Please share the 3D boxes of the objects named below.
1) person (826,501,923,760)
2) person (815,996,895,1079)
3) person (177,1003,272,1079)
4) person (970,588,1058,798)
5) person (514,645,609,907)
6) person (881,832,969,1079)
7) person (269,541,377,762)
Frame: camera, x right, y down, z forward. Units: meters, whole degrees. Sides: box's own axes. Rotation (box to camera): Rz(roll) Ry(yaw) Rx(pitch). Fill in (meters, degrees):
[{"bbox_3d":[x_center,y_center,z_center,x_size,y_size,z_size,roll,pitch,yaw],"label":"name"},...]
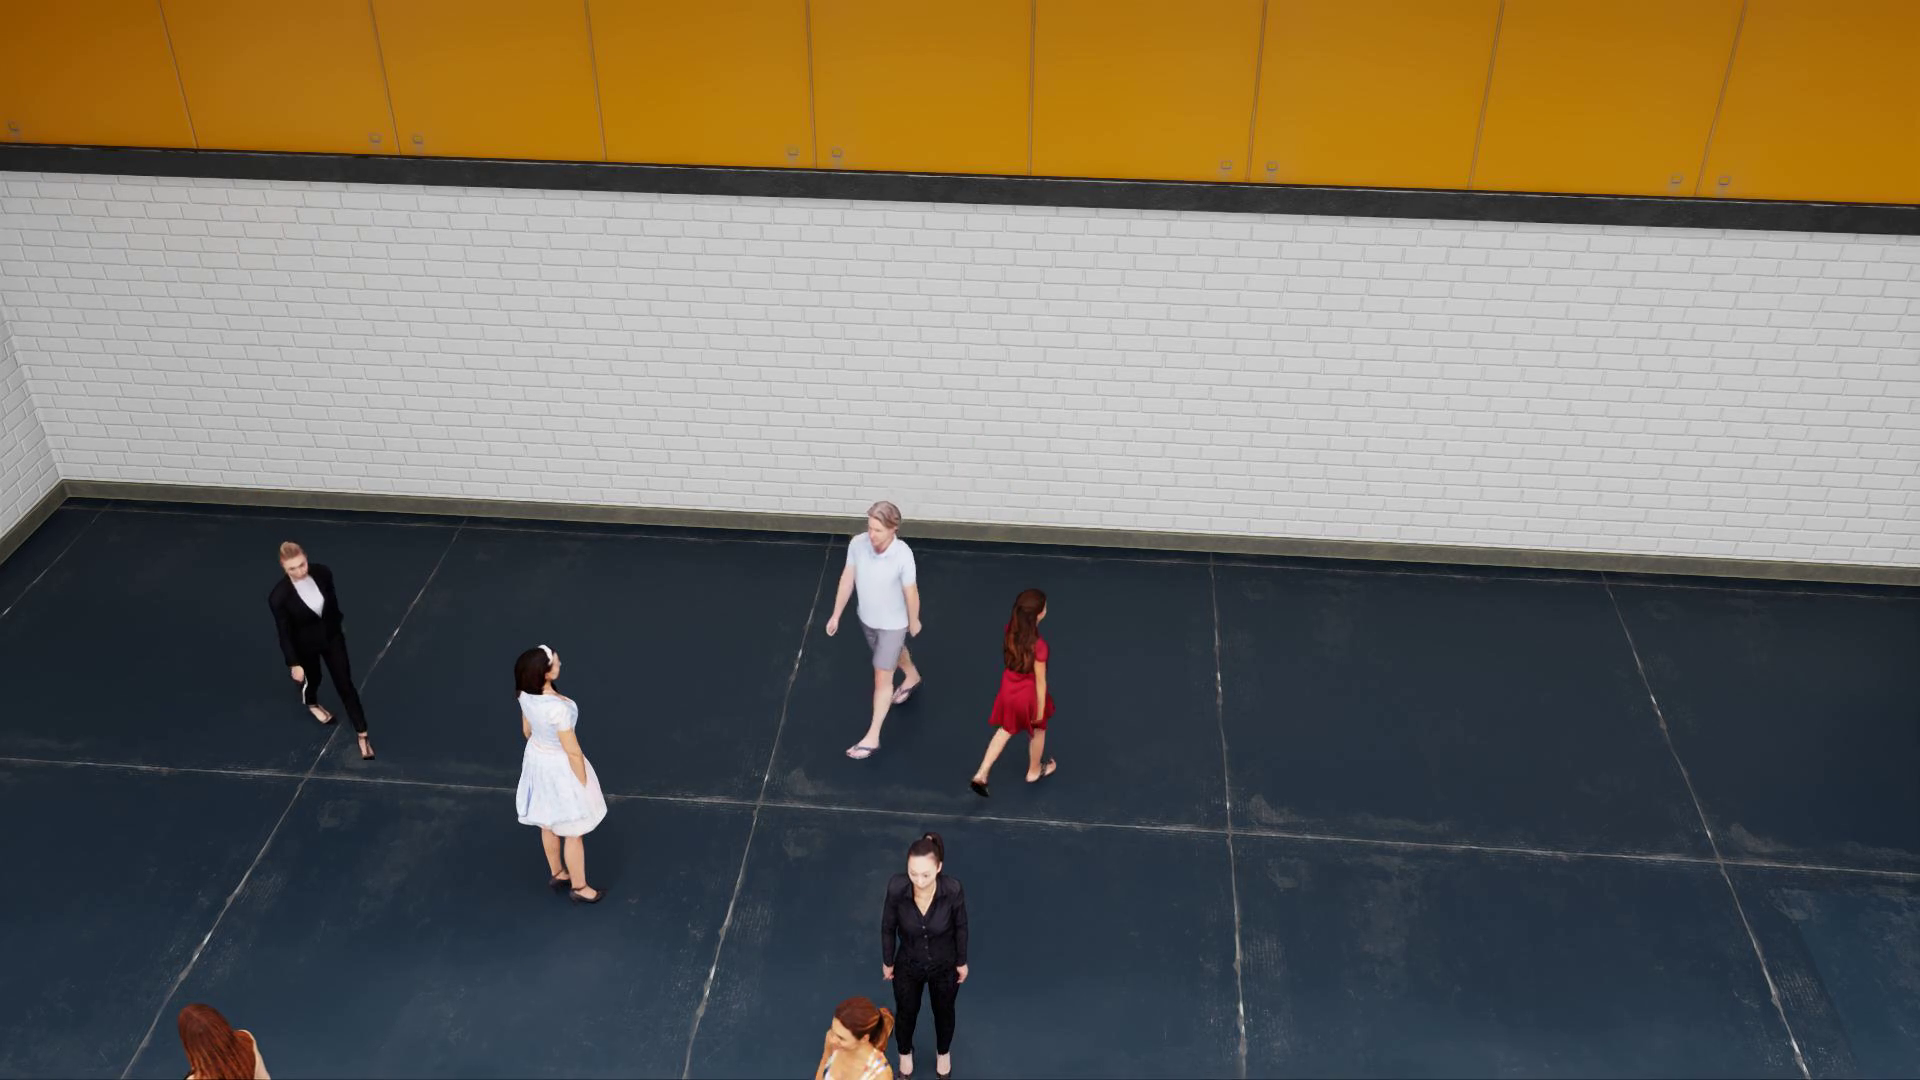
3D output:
[{"bbox_3d":[-0.441,0.473,10.903,1.065,1.786,1.259,23,40,30],"label":"person"},{"bbox_3d":[-0.384,2.666,7.636,1.148,1.751,1.119,-23,40,-30],"label":"person"},{"bbox_3d":[-3.251,2.728,7.566,0.693,1.725,0.550,13,36,18],"label":"person"},{"bbox_3d":[0.340,0.977,10.374,0.876,1.534,0.989,28,43,35],"label":"person"},{"bbox_3d":[-2.310,1.357,9.547,0.855,1.815,0.906,26,41,33],"label":"person"},{"bbox_3d":[-0.172,2.159,8.434,0.595,1.711,0.497,0,34,0],"label":"person"},{"bbox_3d":[-4.198,0.659,10.761,1.109,1.633,1.125,22,40,30],"label":"person"}]
